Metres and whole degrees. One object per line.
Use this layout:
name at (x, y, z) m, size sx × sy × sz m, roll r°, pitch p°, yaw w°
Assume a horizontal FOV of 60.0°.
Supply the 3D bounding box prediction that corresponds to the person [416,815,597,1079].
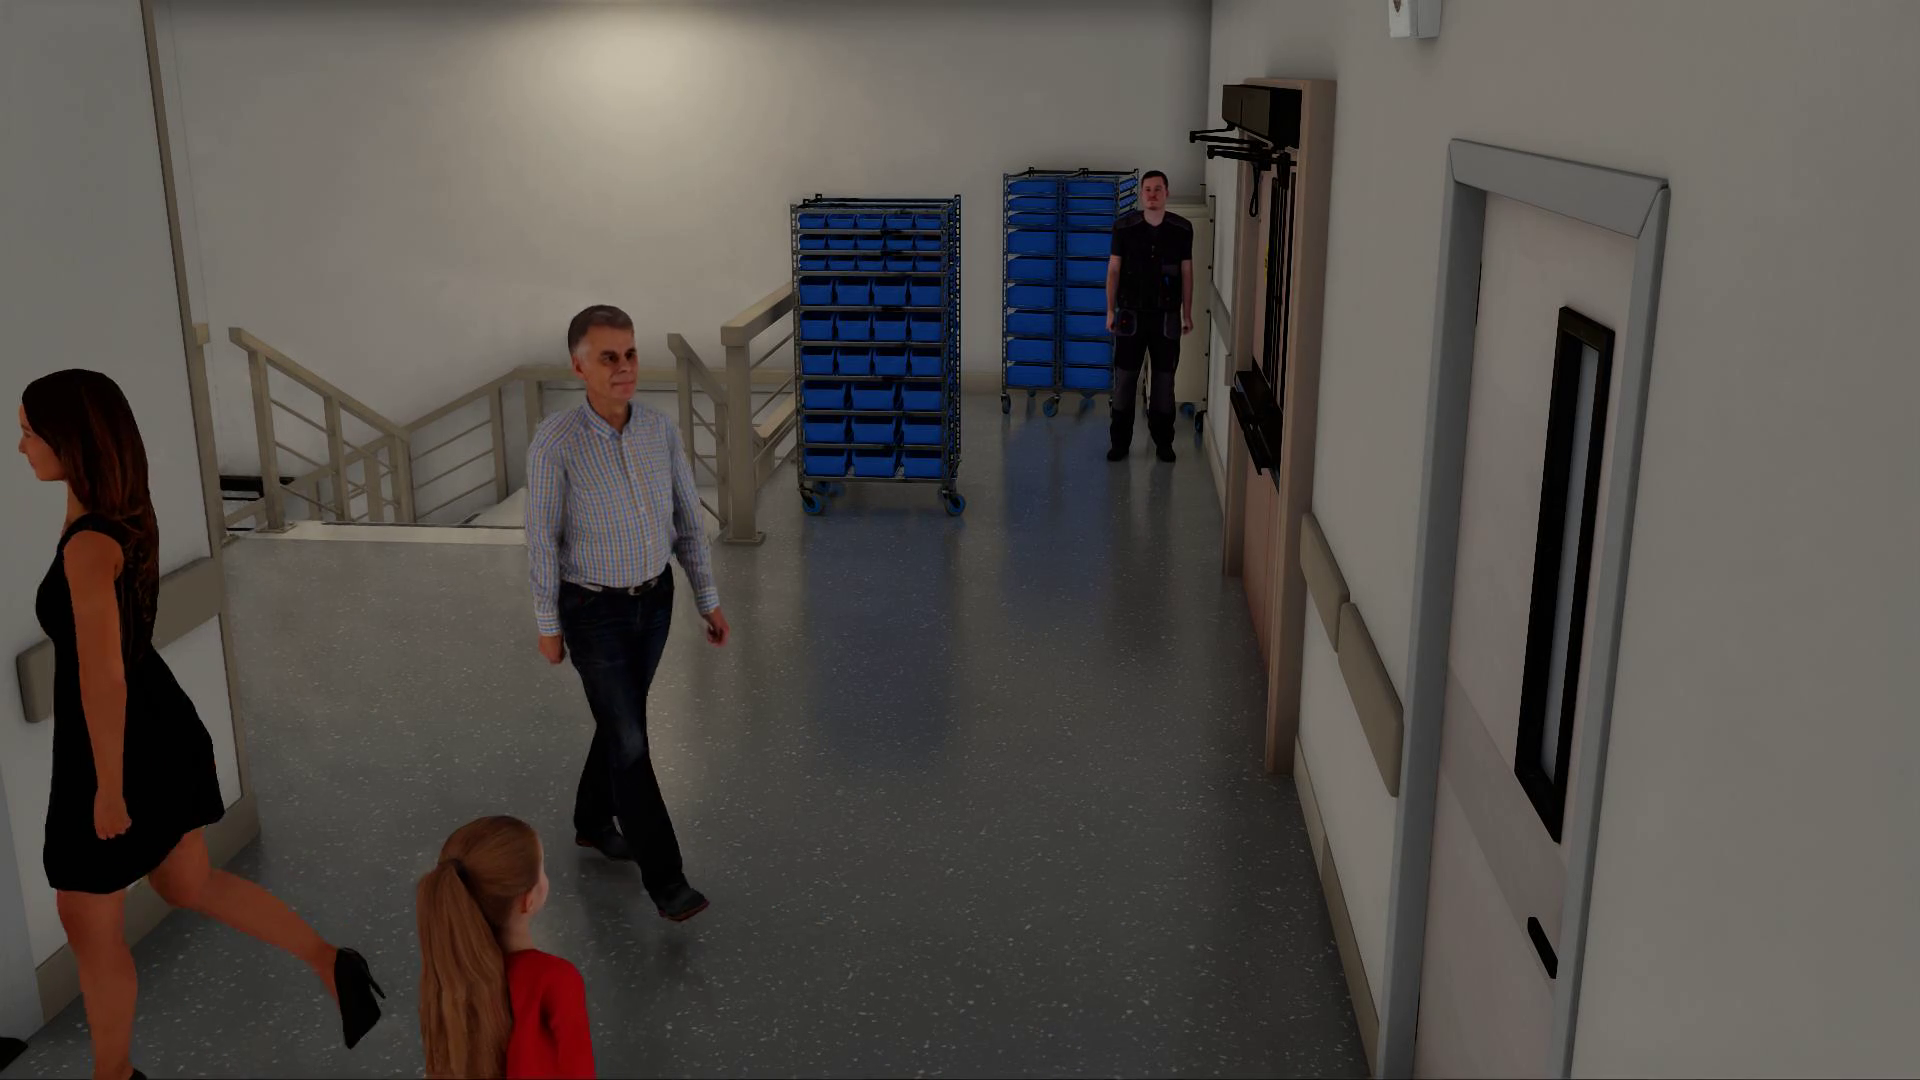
person at (-0.774, 1.091, 2.780) m, size 0.612 × 1.269 × 0.756 m, roll 6°, pitch 17°, yaw 19°

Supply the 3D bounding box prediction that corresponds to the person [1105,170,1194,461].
person at (1.215, -1.444, 10.711) m, size 0.706 × 1.845 × 0.561 m, roll 2°, pitch 16°, yaw 6°

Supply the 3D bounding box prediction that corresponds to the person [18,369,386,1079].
person at (-1.776, 0.528, 3.766) m, size 0.867 × 1.819 × 1.004 m, roll -4°, pitch 16°, yaw -14°

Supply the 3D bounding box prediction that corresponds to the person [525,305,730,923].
person at (-1.074, 0.194, 5.025) m, size 1.123 × 1.778 × 1.155 m, roll -15°, pitch 21°, yaw -42°
